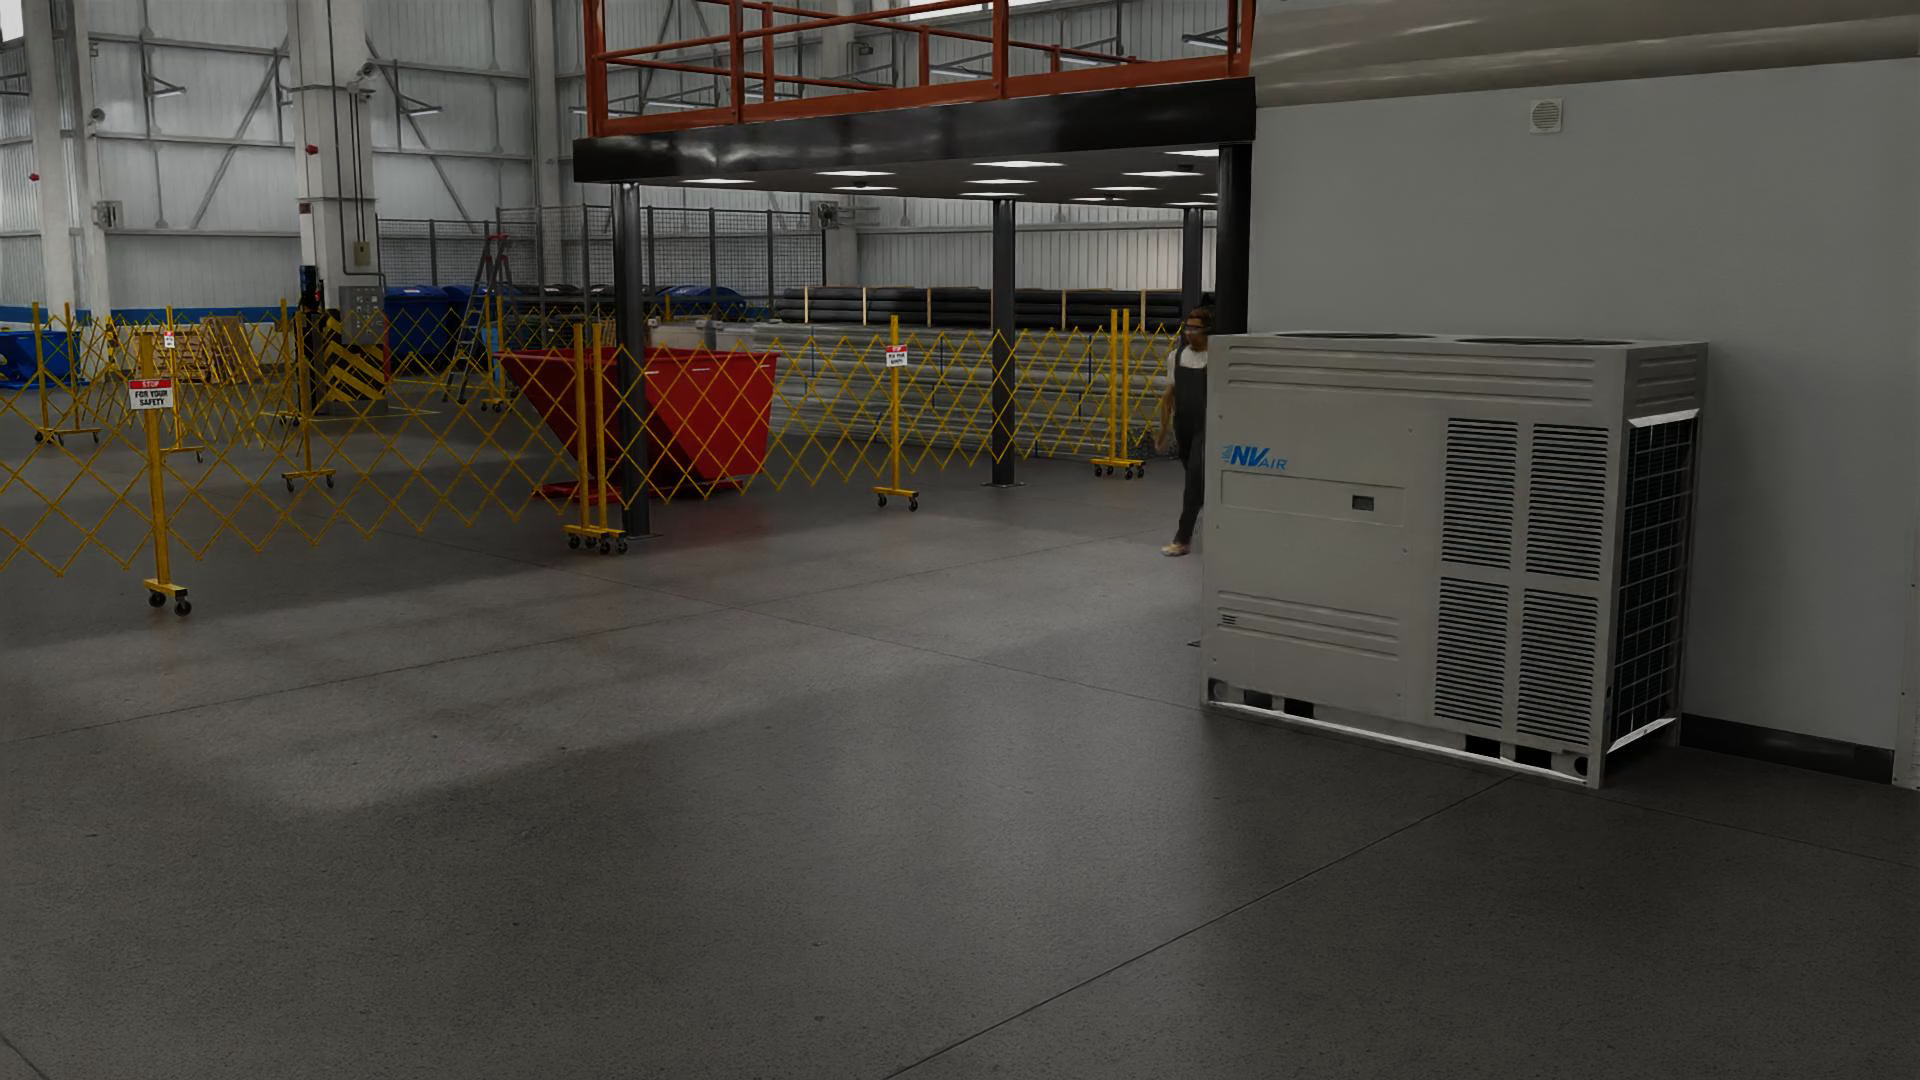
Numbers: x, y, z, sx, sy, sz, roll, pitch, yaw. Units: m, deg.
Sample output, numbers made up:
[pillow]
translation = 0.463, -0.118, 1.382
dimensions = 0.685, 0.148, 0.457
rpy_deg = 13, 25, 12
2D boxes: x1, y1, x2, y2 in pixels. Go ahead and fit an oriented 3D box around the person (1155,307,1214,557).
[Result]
[person]
translation = 1.763, -0.809, 12.233
dimensions = 0.510, 1.806, 0.966
rpy_deg = 8, 12, 39
